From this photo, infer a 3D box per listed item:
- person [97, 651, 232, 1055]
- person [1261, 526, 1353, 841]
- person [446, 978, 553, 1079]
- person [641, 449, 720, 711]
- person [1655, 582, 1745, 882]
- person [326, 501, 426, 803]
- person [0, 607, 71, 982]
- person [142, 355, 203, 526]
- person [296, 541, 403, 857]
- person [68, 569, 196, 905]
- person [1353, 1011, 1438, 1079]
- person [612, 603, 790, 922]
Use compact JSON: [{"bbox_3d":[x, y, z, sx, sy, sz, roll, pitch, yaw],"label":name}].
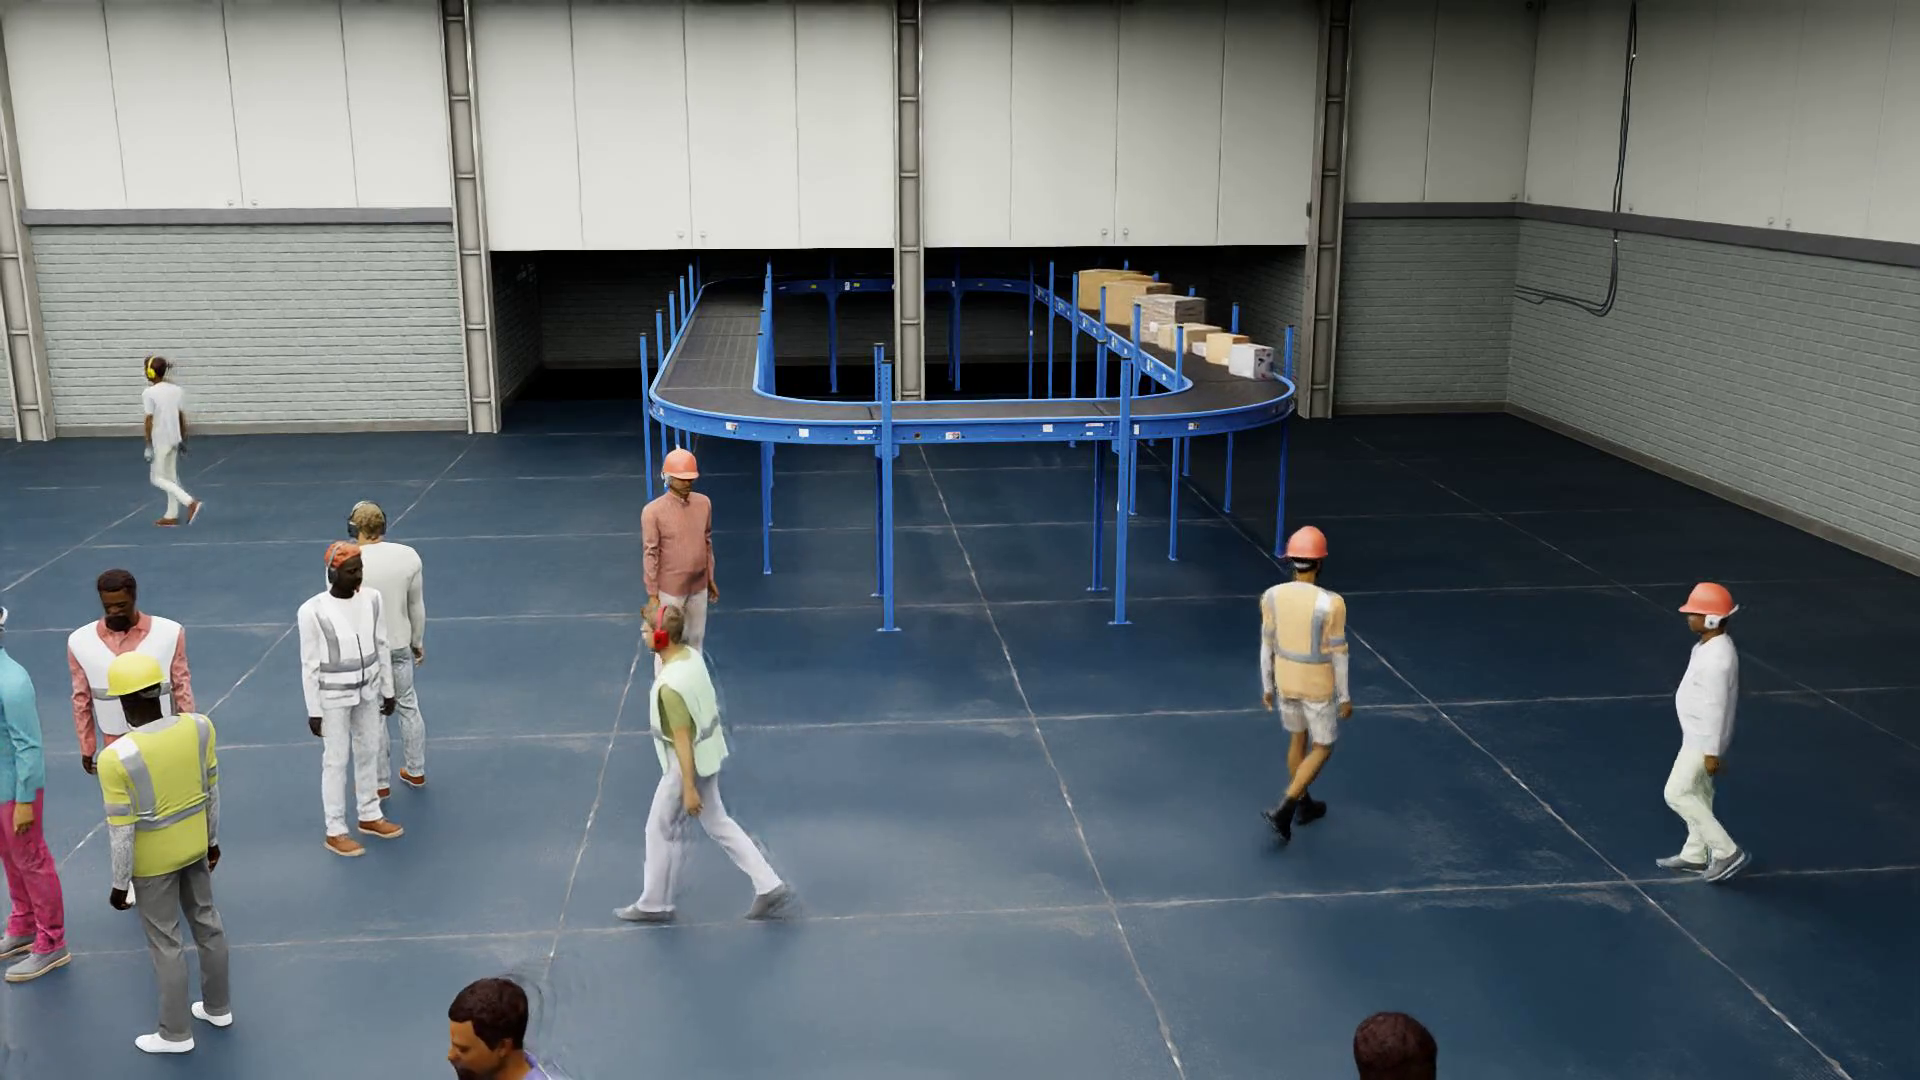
[{"bbox_3d":[-3.664,1.435,7.657,0.373,1.921,0.585,6,15,23],"label":"person"},{"bbox_3d":[2.061,0.863,9.953,0.582,1.916,0.733,13,19,42],"label":"person"},{"bbox_3d":[-1.341,2.163,4.856,0.994,1.868,0.595,-11,18,-37],"label":"person"},{"bbox_3d":[-1.990,0.322,11.962,0.389,1.990,0.625,12,18,40],"label":"person"},{"bbox_3d":[4.208,1.088,9.406,0.414,1.740,0.566,7,15,25],"label":"person"},{"bbox_3d":[-3.681,0.702,10.552,0.354,1.937,0.635,12,18,39],"label":"person"},{"bbox_3d":[-4.802,1.230,8.346,0.611,1.985,0.393,12,19,40],"label":"person"},{"bbox_3d":[-8.403,-1.028,17.645,0.584,1.856,0.541,4,15,15],"label":"person"},{"bbox_3d":[-3.594,0.924,9.803,0.350,1.876,0.579,9,16,31],"label":"person"},{"bbox_3d":[-4.523,1.068,9.159,0.598,1.910,0.403,-5,15,-18],"label":"person"},{"bbox_3d":[1.104,2.182,4.699,0.391,1.909,0.601,9,16,31],"label":"person"},{"bbox_3d":[-1.386,1.200,8.852,0.933,1.806,0.579,1,14,5],"label":"person"}]
